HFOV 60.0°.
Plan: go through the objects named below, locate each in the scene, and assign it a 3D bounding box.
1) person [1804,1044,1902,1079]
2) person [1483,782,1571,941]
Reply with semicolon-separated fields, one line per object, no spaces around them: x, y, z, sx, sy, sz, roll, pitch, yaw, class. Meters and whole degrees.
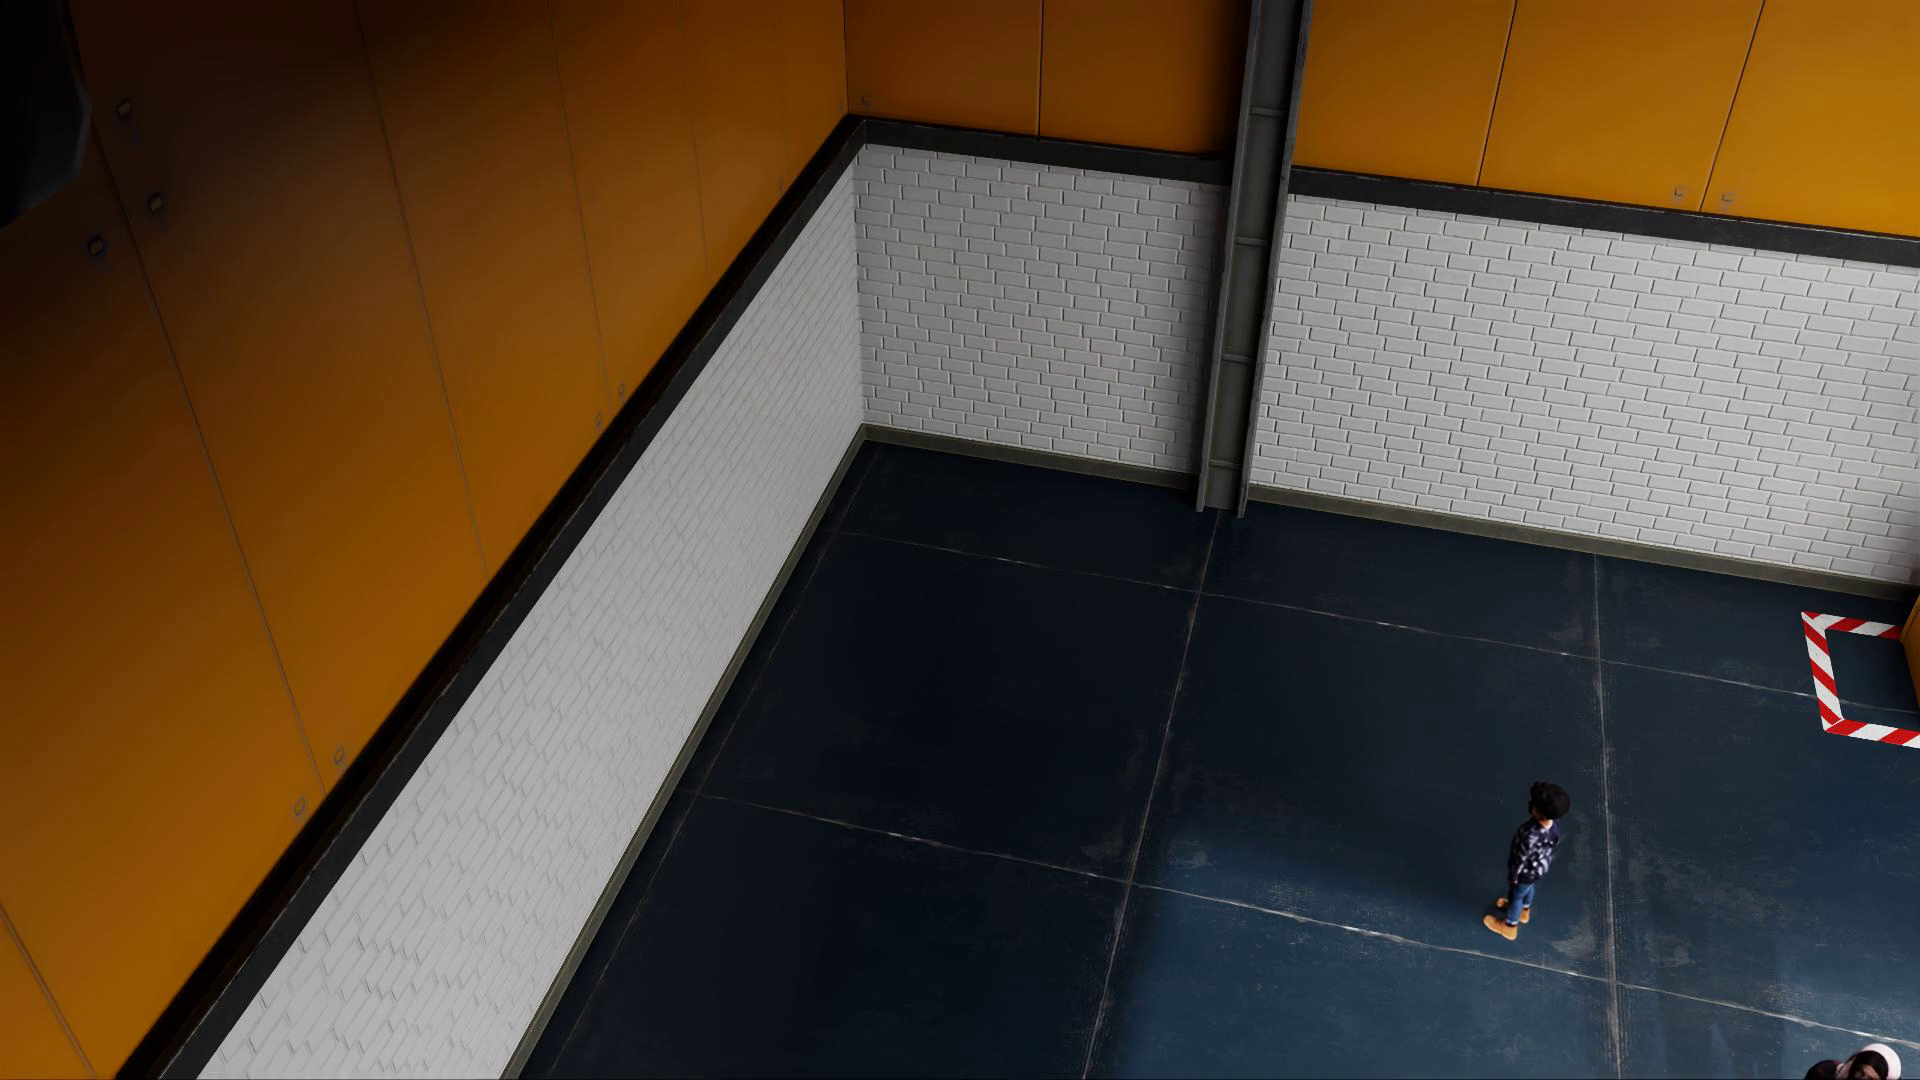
4.371;3.057;8.395;0.710;1.638;0.800;31;48;33;person
3.462;1.939;10.107;0.599;1.248;0.570;30;47;32;person
